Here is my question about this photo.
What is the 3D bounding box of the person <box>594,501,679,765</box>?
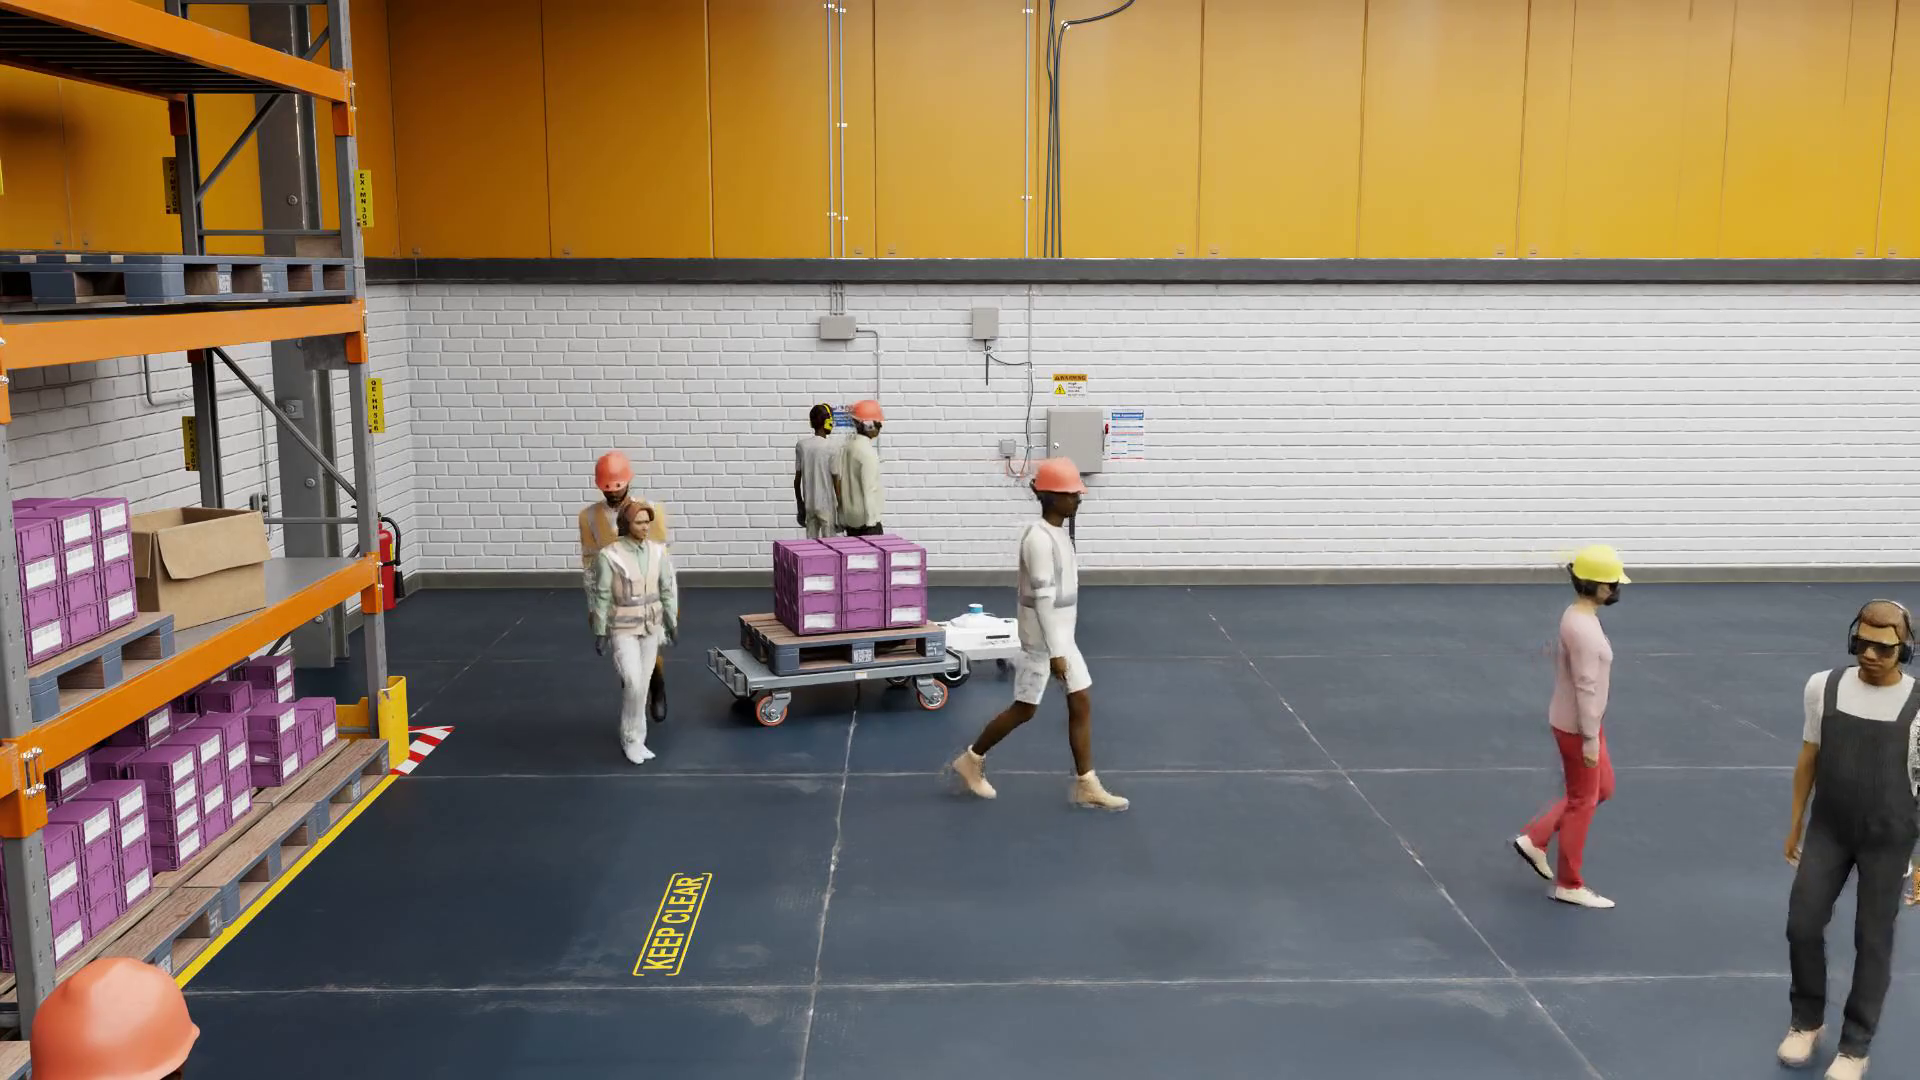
[{"bbox_3d":[-1.953,0.571,10.177,0.471,1.620,0.540,8,12,41],"label":"person"}]

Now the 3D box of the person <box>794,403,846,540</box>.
[{"bbox_3d":[-1.211,-0.260,14.556,0.535,1.865,0.312,6,11,34],"label":"person"}]

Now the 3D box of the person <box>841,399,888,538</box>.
[{"bbox_3d":[-0.874,-0.195,13.837,0.825,1.970,0.631,-4,10,-22],"label":"person"}]

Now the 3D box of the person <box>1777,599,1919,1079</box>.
[{"bbox_3d":[3.343,1.118,6.174,0.374,1.839,0.530,-9,13,-44],"label":"person"}]

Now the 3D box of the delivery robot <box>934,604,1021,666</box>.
[{"bbox_3d":[0.117,0.717,12.285,0.707,0.478,0.477,-3,10,-16],"label":"delivery robot"}]

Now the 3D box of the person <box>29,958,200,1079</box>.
[{"bbox_3d":[-1.349,1.622,2.794,0.550,1.937,0.357,-2,9,-12],"label":"person"}]

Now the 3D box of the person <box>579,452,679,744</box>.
[{"bbox_3d":[-2.101,0.368,10.597,0.601,1.899,0.628,0,9,-2],"label":"person"}]

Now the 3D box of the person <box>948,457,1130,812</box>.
[{"bbox_3d":[0.433,0.527,9.335,1.011,2.012,0.604,4,10,21],"label":"person"}]

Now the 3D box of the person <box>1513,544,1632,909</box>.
[{"bbox_3d":[2.950,0.880,7.907,0.416,1.753,0.548,3,10,17],"label":"person"}]
